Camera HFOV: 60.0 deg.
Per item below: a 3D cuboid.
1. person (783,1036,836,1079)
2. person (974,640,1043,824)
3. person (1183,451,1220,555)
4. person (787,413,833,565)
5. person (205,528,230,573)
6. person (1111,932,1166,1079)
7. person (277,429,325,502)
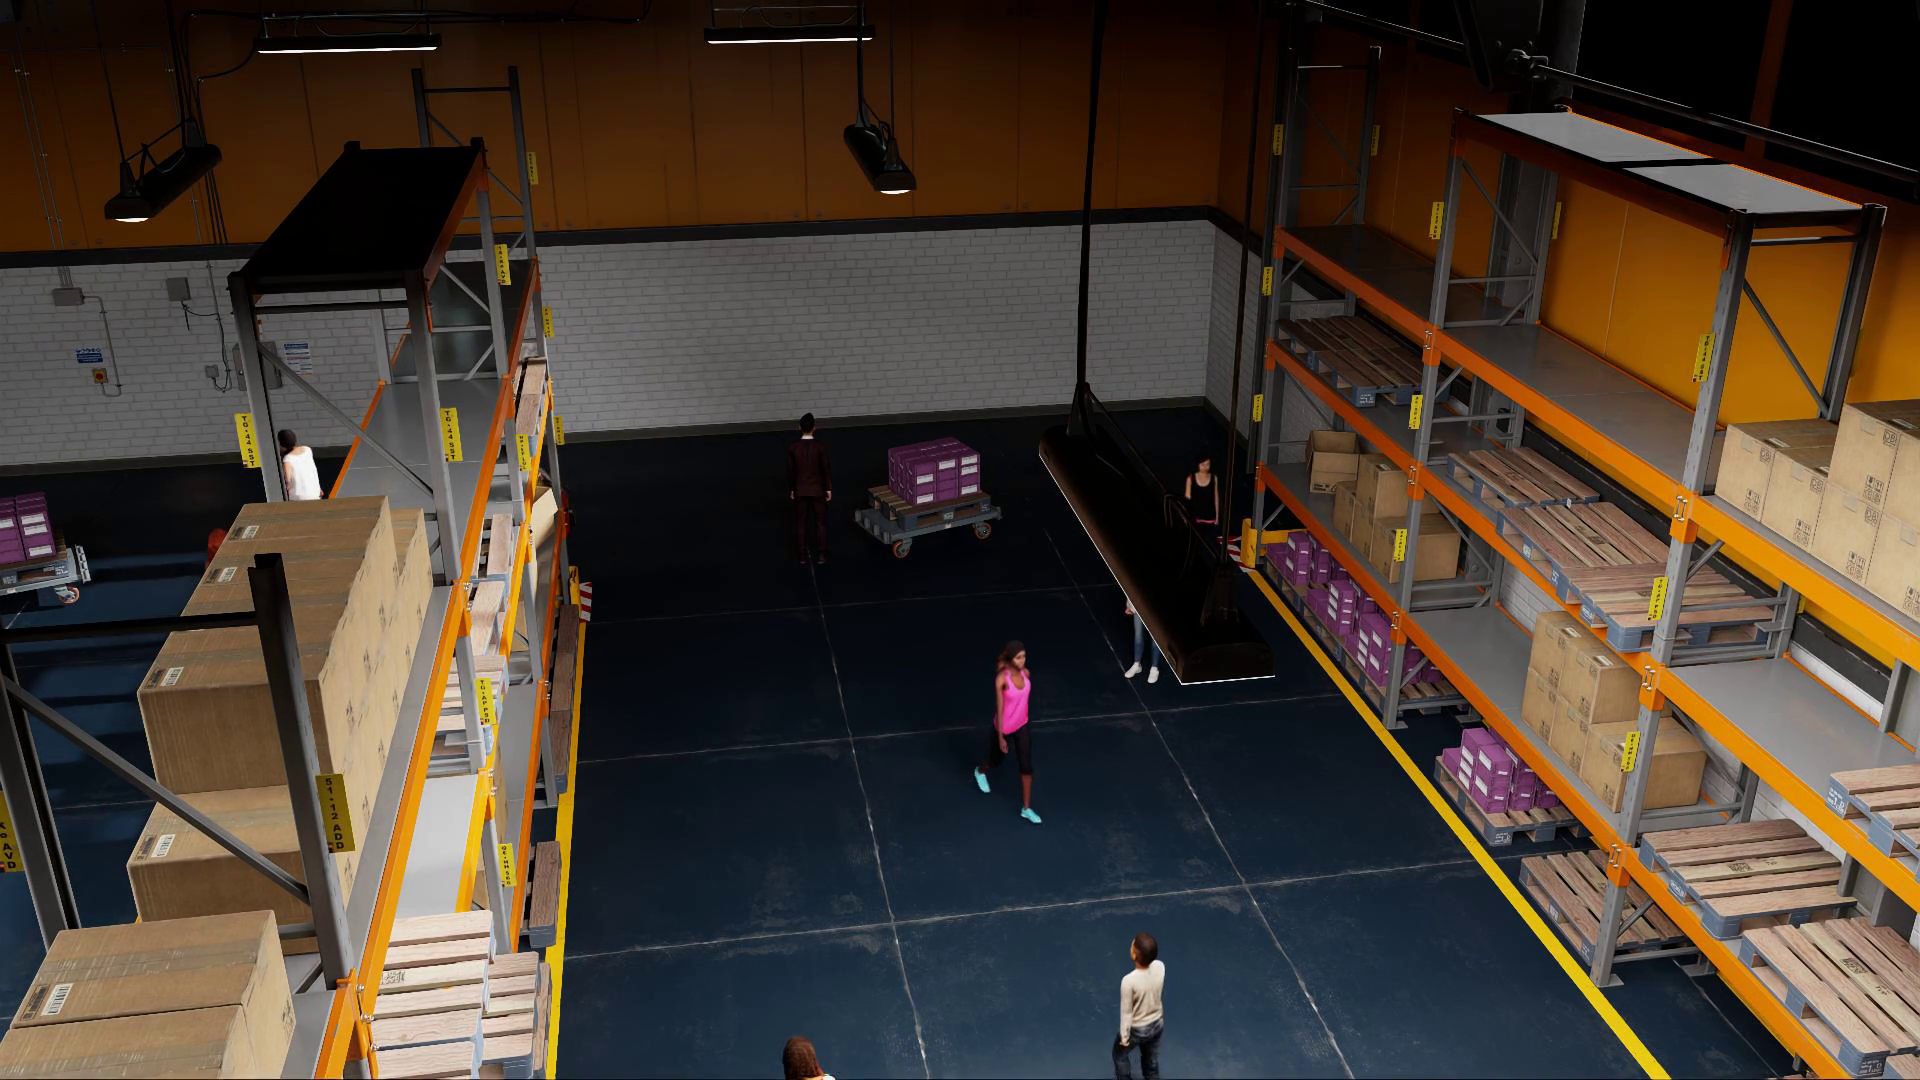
[{"bbox_3d":[-0.914,3.771,10.020,0.709,1.636,1.130,-7,25,-15],"label":"person"},{"bbox_3d":[0.394,1.653,14.802,0.821,1.688,1.177,-13,27,-27],"label":"person"},{"bbox_3d":[2.824,-0.322,19.534,0.546,1.516,0.995,-4,24,-8],"label":"person"},{"bbox_3d":[-1.778,-0.606,19.747,0.735,1.866,0.684,1,24,3],"label":"person"},{"bbox_3d":[-7.348,0.703,16.860,0.582,1.781,0.469,-4,24,-9],"label":"person"},{"bbox_3d":[1.275,3.329,11.264,0.620,1.451,0.639,-12,26,-26],"label":"person"},{"bbox_3d":[-7.778,-0.512,19.784,0.947,1.664,0.984,5,24,12],"label":"person"}]
